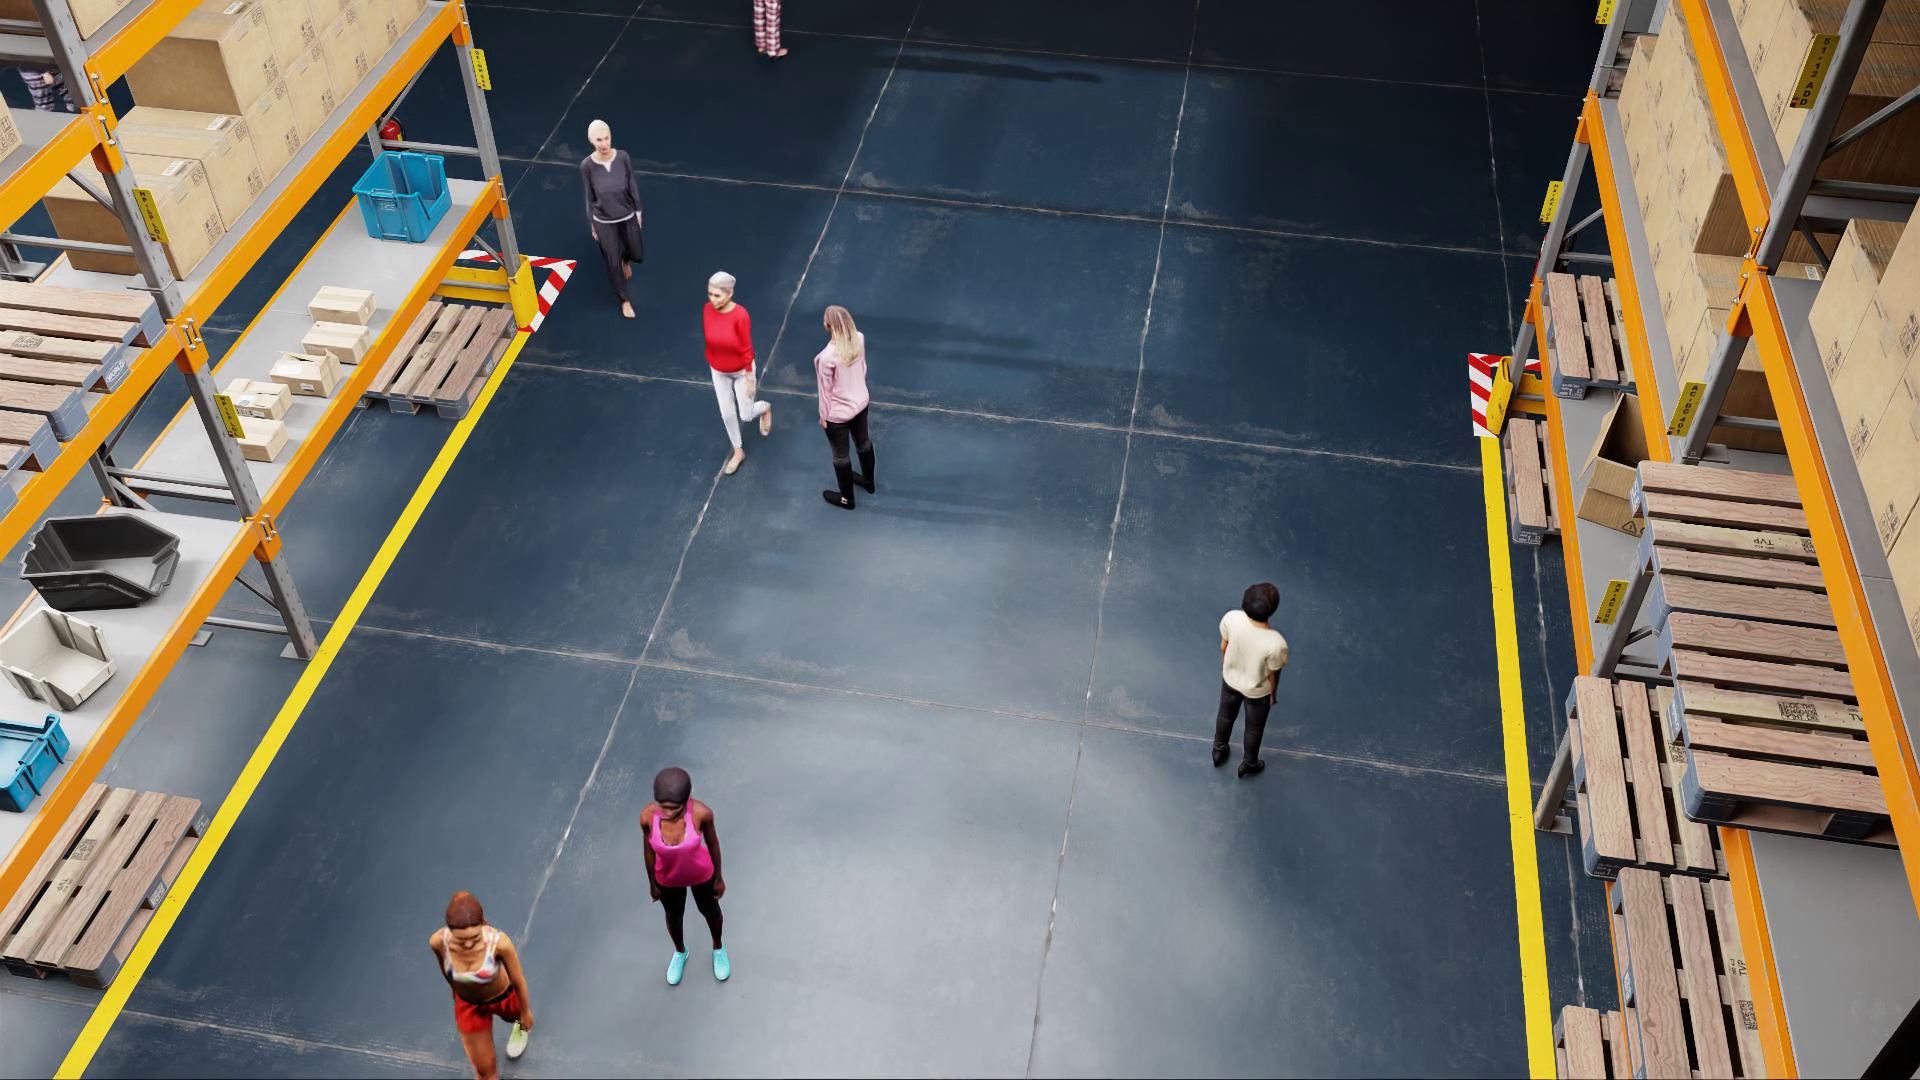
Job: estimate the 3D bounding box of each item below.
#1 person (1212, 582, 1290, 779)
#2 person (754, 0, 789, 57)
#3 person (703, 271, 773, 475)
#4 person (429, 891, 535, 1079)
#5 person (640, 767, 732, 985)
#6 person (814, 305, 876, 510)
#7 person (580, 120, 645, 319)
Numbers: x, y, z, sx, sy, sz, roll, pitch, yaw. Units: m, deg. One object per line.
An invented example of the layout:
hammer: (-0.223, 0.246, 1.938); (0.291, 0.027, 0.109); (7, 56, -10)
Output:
person: (1.732, 0.849, 9.986); (0.654, 1.587, 0.636); (28, 50, 27)
person: (-1.973, -5.740, 16.820); (0.692, 1.700, 0.695); (33, 52, 30)
person: (-1.612, -1.271, 12.144); (0.642, 1.679, 0.879); (15, 46, 15)
person: (-2.347, 2.240, 8.416); (0.750, 1.739, 1.214); (1, 44, 1)
person: (-1.468, 1.779, 8.910); (0.609, 1.725, 0.619); (-3, 44, -3)
person: (-0.802, -0.949, 11.802); (0.740, 1.685, 0.634); (29, 51, 27)
person: (-2.847, -2.684, 13.605); (0.877, 1.711, 0.979); (-17, 46, -17)
